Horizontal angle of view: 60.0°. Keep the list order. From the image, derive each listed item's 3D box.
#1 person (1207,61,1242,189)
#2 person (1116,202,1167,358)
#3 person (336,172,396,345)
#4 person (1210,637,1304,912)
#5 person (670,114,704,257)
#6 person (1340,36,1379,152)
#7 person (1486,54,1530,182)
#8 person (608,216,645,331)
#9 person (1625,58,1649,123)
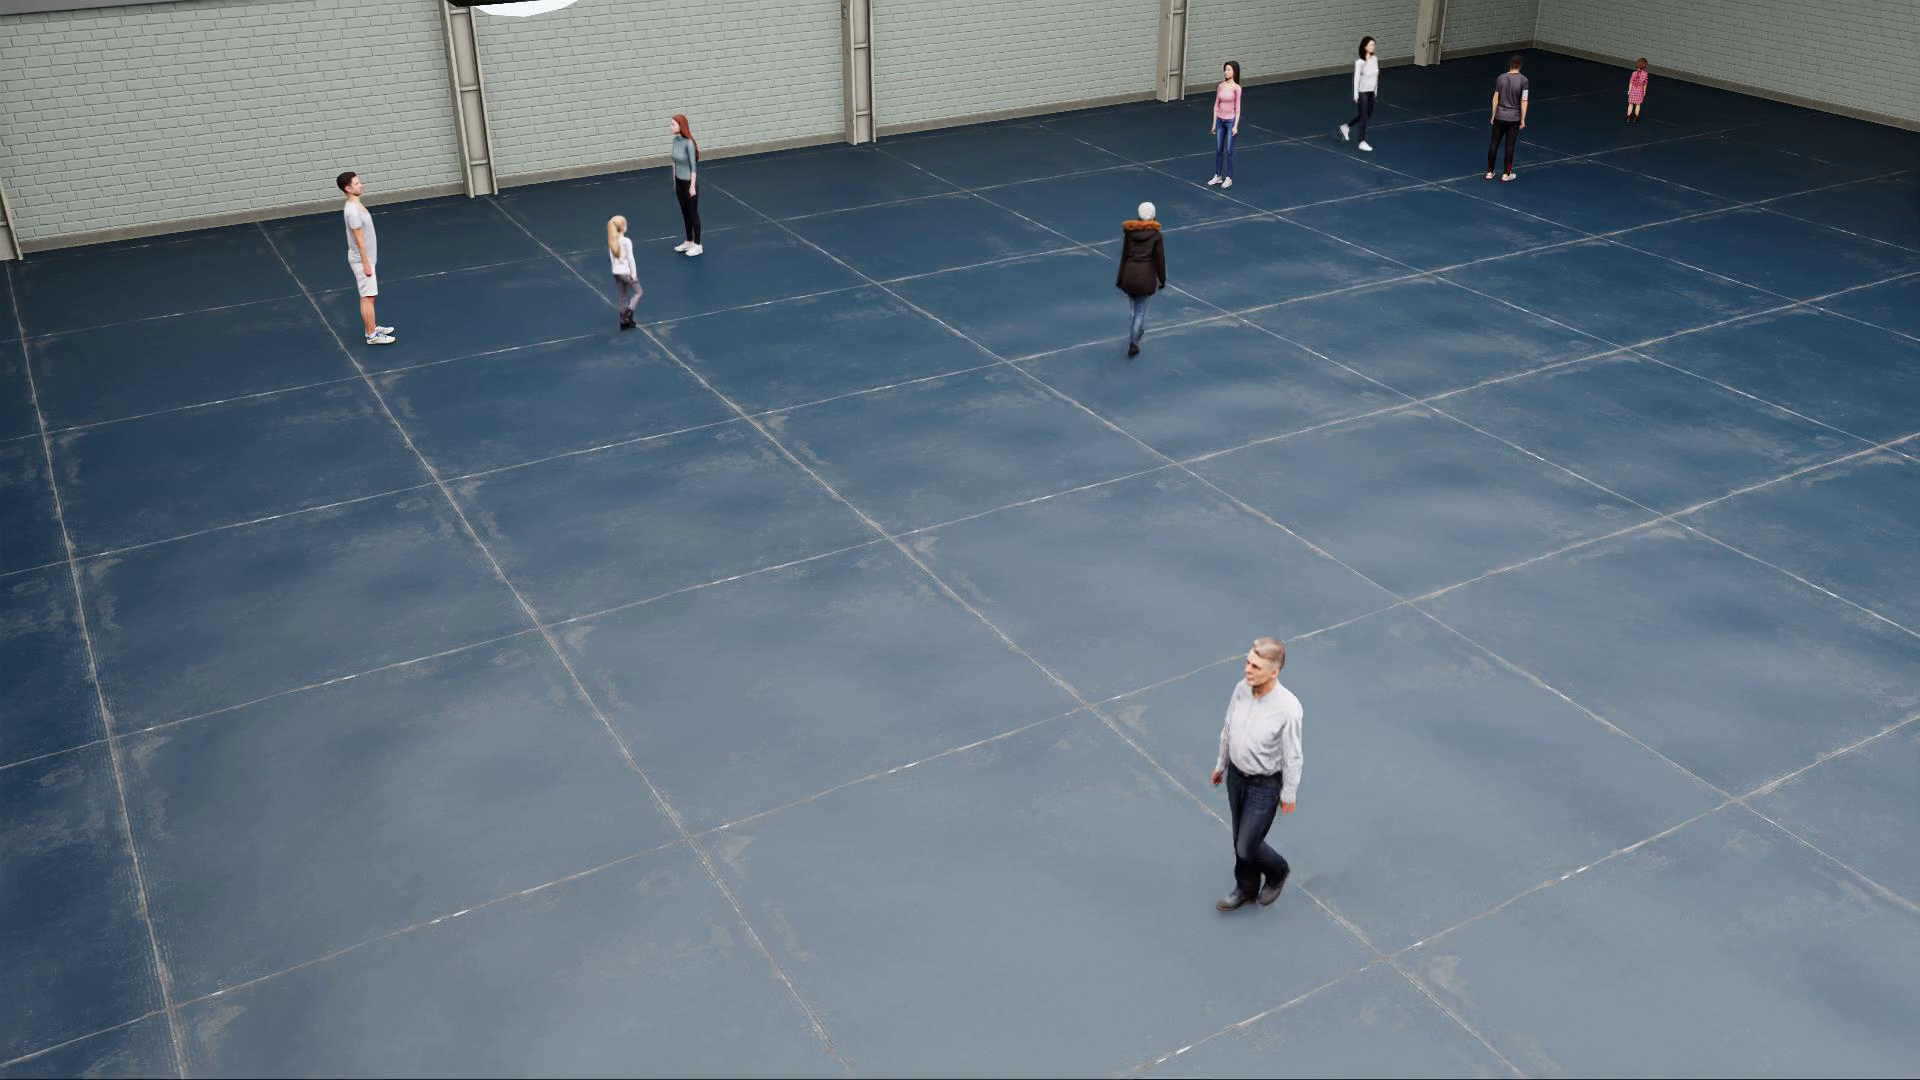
[{"bbox_3d":[3.775,-5.884,23.484,0.576,1.742,0.618,-23,35,-37],"label":"person"},{"bbox_3d":[1.863,-2.710,17.465,0.914,1.609,1.026,13,30,23],"label":"person"},{"bbox_3d":[-6.405,-3.029,17.814,0.637,1.855,0.720,-9,29,-17],"label":"person"},{"bbox_3d":[1.735,1.324,9.414,0.678,1.808,0.638,-15,31,-27],"label":"person"},{"bbox_3d":[-3.388,-4.397,20.596,0.563,1.742,0.617,-20,33,-34],"label":"person"},{"bbox_3d":[6.116,-6.826,25.377,0.913,1.684,0.792,-22,34,-36],"label":"person"},{"bbox_3d":[7.809,-6.030,23.743,0.719,1.764,0.696,18,32,30],"label":"person"},{"bbox_3d":[-3.722,-2.903,18.210,0.596,1.270,0.637,16,31,29],"label":"person"},{"bbox_3d":[11.022,-7.332,27.083,0.501,1.021,0.557,8,28,16],"label":"person"}]
